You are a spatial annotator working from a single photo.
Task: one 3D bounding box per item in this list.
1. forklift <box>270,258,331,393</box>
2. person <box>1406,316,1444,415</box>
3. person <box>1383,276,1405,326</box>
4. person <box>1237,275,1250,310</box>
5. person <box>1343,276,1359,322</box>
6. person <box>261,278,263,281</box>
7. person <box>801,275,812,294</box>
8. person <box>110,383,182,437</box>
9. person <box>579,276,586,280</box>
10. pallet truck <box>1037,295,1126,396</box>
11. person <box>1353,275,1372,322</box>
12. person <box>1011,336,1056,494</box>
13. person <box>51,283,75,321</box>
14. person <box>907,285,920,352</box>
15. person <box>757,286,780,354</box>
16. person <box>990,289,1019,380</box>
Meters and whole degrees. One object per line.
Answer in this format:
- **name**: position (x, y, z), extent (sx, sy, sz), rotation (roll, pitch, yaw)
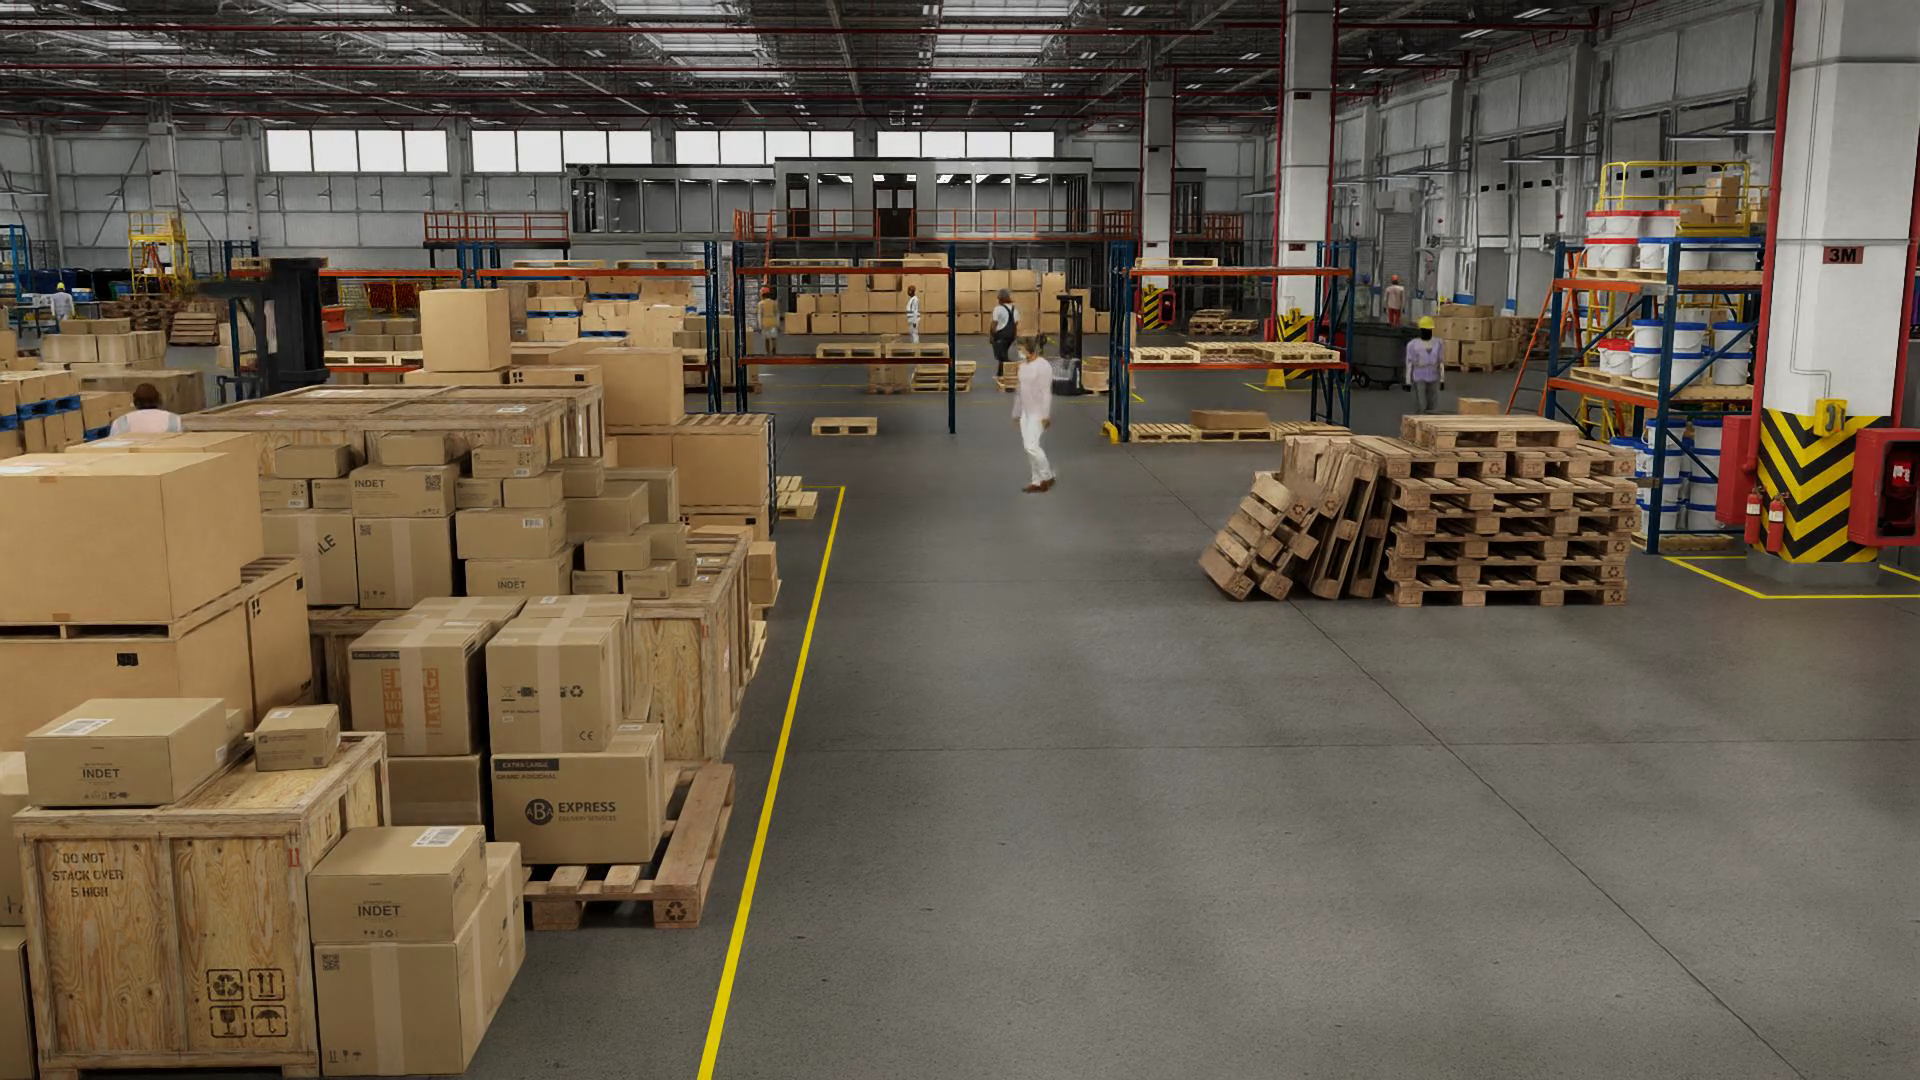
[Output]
- **forklift**: position (-8.353, -2.191, 21.187), extent (1.873, 2.768, 1.129), rotation (0, 10, -2)
- **person**: position (7.139, -2.500, 25.604), extent (0.616, 1.911, 0.575), rotation (-2, 10, -9)
- **person**: position (13.735, -7.370, 52.637), extent (0.654, 1.938, 1.016), rotation (3, 10, 14)
- **person**: position (12.634, -11.159, 74.082), extent (0.652, 1.825, 0.443), rotation (-3, 10, -14)
- **person**: position (13.584, -8.275, 57.969), extent (0.522, 1.852, 0.788), rotation (-5, 11, -27)
- **person**: position (-25.519, -8.707, 60.760), extent (0.503, 1.702, 0.848), rotation (0, 10, -2)
- **person**: position (-5.198, -8.030, 56.392), extent (0.375, 1.917, 0.592), rotation (5, 11, 24)
- **person**: position (-7.169, -0.495, 14.767), extent (0.637, 1.799, 0.950), rotation (-5, 11, -26)
- **person**: position (-13.238, -8.381, 58.314), extent (0.376, 1.931, 0.542), rotation (8, 13, 39)
- **pallet truck**: position (2.483, -3.881, 33.060), extent (1.885, 1.965, 0.823), rotation (-7, 13, -36)
- **person**: position (13.655, -8.059, 56.582), extent (0.775, 1.914, 0.618), rotation (1, 10, 8)
- **person**: position (0.873, -1.501, 20.086), extent (0.422, 1.904, 0.655), rotation (-5, 11, -26)
- **person**: position (-27.142, -6.879, 50.320), extent (0.594, 1.804, 0.878), rotation (-2, 10, -13)
- **person**: position (-1.248, -5.826, 44.252), extent (0.351, 1.878, 0.568), rotation (-3, 11, -18)
- **person**: position (-4.817, -5.408, 41.796), extent (0.588, 1.914, 0.433), rotation (-3, 11, -15)
- **person**: position (1.005, -4.480, 36.275), extent (0.794, 2.000, 0.696), rotation (9, 13, 40)
